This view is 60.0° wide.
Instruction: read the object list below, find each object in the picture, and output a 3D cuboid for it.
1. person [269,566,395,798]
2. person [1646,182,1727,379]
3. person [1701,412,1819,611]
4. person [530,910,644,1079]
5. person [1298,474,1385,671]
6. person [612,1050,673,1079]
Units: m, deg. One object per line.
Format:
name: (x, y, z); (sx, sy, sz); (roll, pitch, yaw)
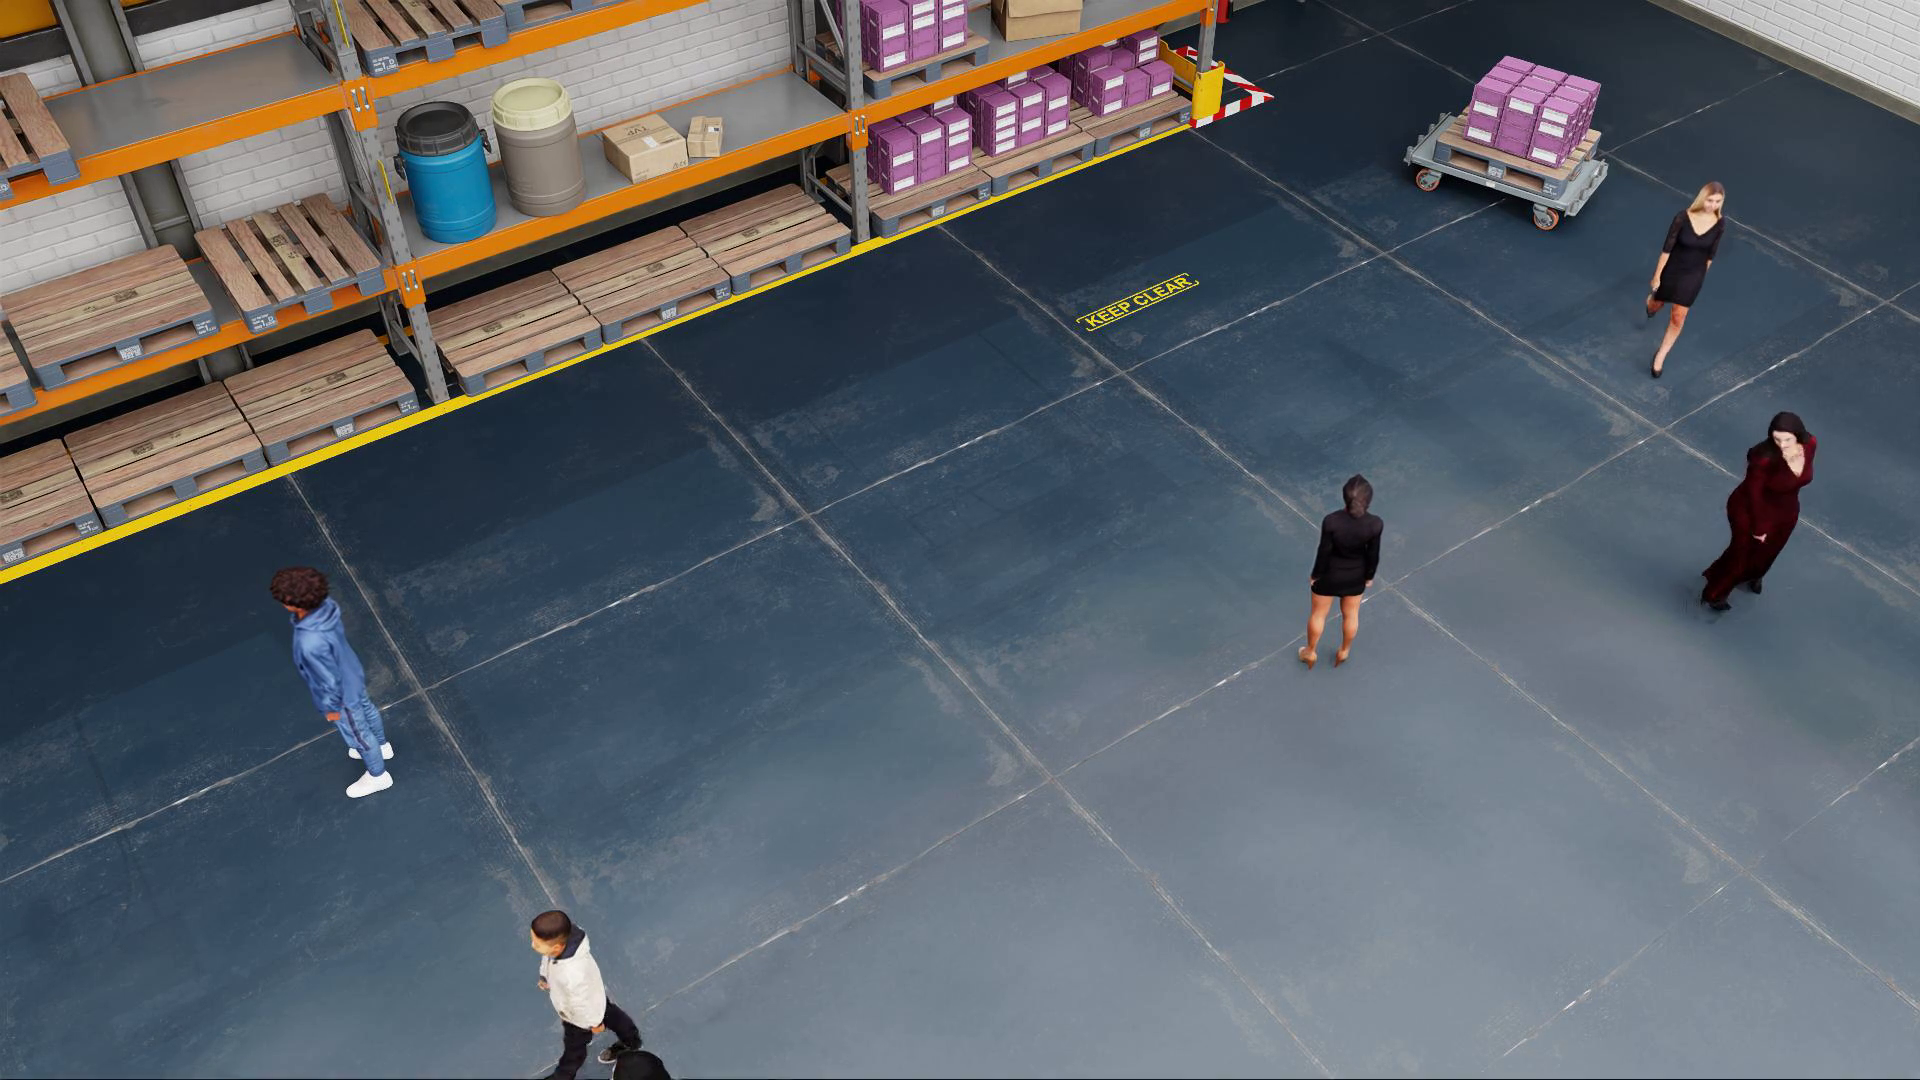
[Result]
person: (-3.731, 0.833, 9.955); (0.711, 1.808, 0.752); (-8, 44, -8)
person: (5.691, -2.129, 13.174); (0.940, 1.657, 1.040); (9, 44, 9)
person: (5.299, -0.193, 11.107); (0.604, 1.705, 0.896); (-30, 51, -28)
person: (-1.904, 2.351, 8.643); (0.953, 1.421, 0.700); (-18, 47, -18)
person: (2.456, 0.230, 10.711); (0.703, 1.640, 0.763); (1, 44, 1)
person: (-1.346, 2.873, 7.905); (1.068, 1.683, 0.853); (-8, 44, -9)
